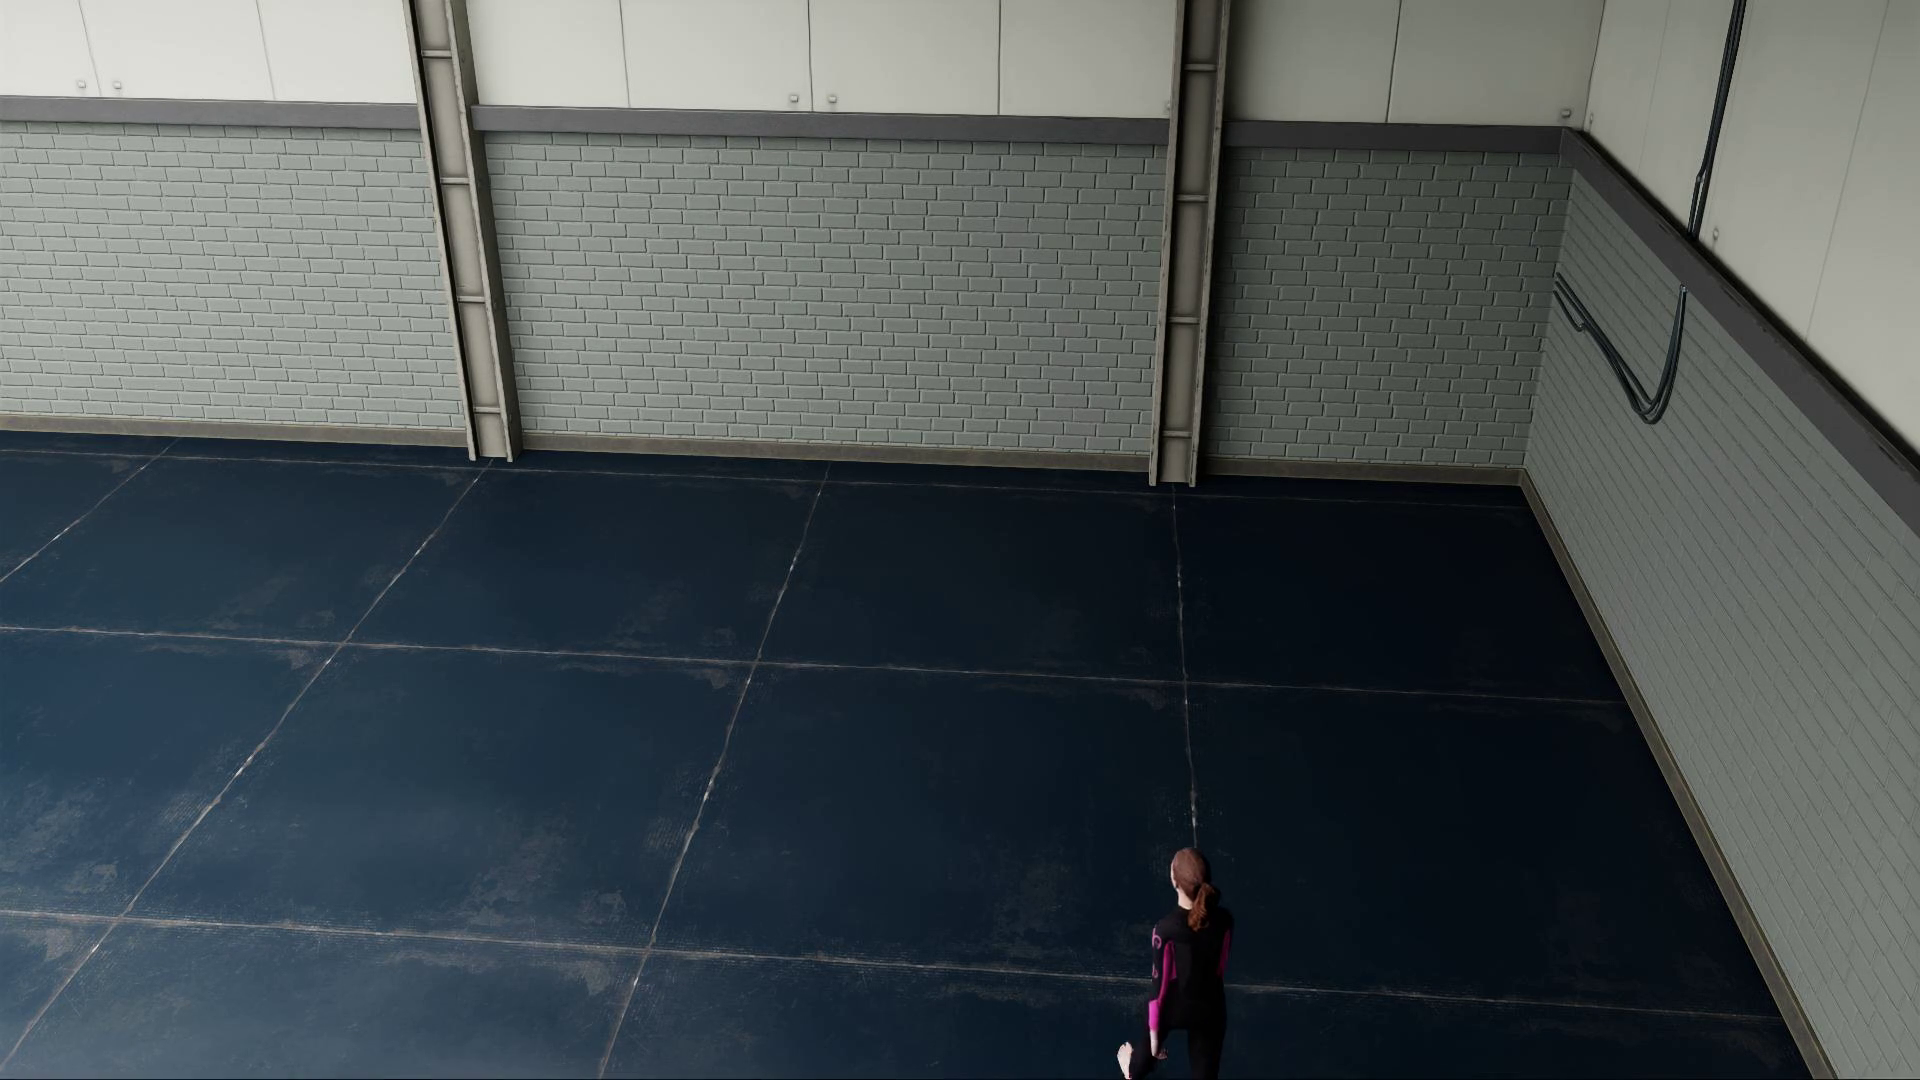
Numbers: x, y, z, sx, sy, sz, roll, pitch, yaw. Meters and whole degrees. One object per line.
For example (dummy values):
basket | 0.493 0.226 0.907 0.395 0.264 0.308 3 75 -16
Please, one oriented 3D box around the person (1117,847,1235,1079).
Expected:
person | 1.031 2.157 7.315 1.115 1.698 0.840 -5 28 -10
